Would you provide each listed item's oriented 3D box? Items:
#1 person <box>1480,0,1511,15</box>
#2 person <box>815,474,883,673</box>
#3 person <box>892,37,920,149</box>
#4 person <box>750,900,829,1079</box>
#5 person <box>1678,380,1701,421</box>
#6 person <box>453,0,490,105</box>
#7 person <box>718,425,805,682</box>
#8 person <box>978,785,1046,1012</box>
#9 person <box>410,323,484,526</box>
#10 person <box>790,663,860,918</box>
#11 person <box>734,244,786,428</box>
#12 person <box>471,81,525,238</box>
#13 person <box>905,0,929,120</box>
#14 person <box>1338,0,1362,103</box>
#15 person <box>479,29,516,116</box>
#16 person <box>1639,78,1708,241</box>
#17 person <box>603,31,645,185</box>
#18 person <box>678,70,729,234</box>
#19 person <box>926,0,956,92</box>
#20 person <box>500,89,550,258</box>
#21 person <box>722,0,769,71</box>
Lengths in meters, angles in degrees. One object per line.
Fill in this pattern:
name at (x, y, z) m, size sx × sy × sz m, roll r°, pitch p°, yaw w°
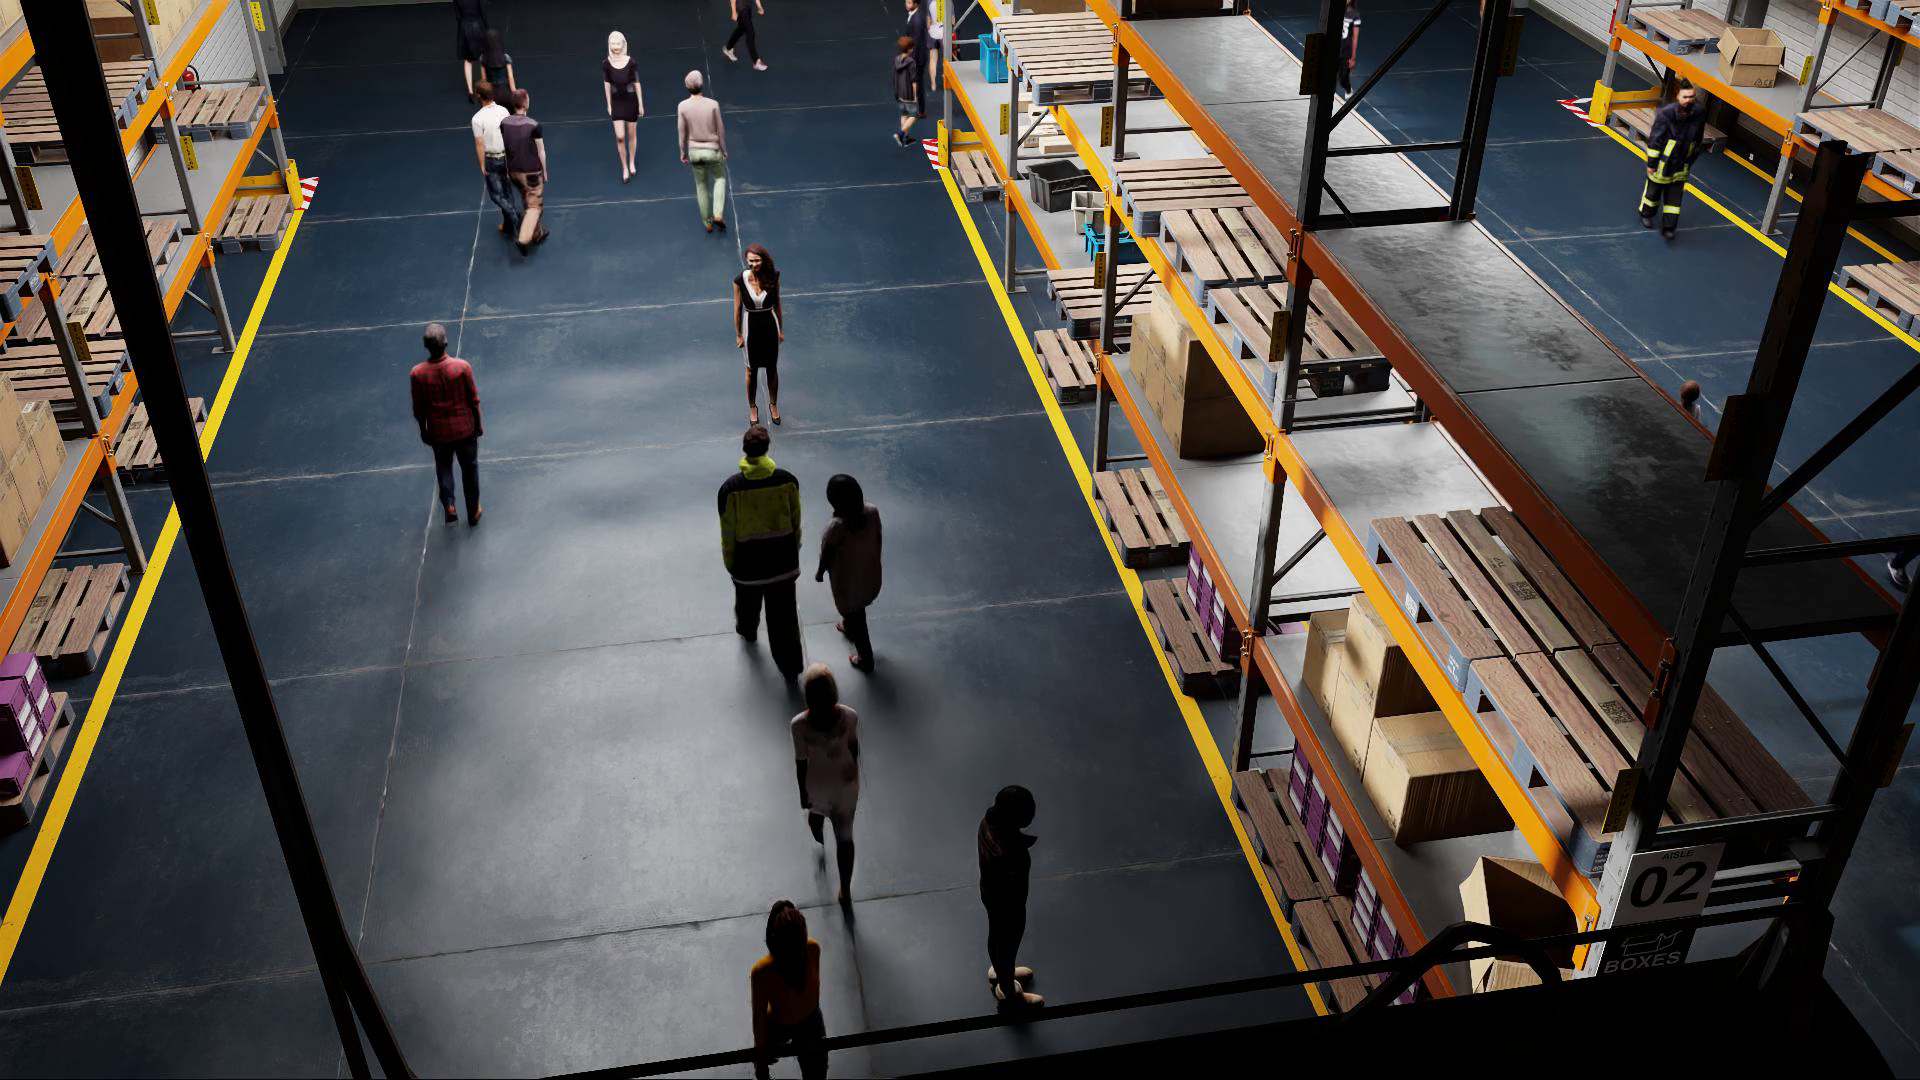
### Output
person at (7.754, -7.689, 24.106) m, size 0.740 × 1.634 × 0.798 m, roll 15°, pitch 36°, yaw 21°
person at (-0.728, 0.277, 12.168) m, size 0.944 × 1.584 × 0.864 m, roll 27°, pitch 42°, yaw 34°
person at (-0.731, -5.698, 21.291) m, size 0.782 × 1.436 × 0.839 m, roll 24°, pitch 40°, yaw 31°
person at (-0.944, 2.525, 8.695) m, size 0.981 × 1.685 × 1.309 m, roll -20°, pitch 38°, yaw -27°
person at (6.243, -0.909, 14.473) m, size 0.598 × 1.006 × 0.771 m, roll 8°, pitch 34°, yaw 11°
person at (-6.644, -6.893, 22.828) m, size 0.802 × 1.723 × 0.652 m, roll -5°, pitch 34°, yaw -8°
person at (-1.395, 0.150, 12.052) m, size 0.903 × 1.924 × 1.288 m, roll -11°, pitch 35°, yaw -16°
person at (0.240, 2.044, 9.440) m, size 0.662 × 1.660 × 0.589 m, roll 8°, pitch 35°, yaw 12°
person at (-4.195, -0.892, 13.713) m, size 0.682 × 1.821 × 0.732 m, roll -5°, pitch 34°, yaw -8°
person at (-0.770, 1.549, 10.148) m, size 0.580 × 1.700 × 1.078 m, roll -5°, pitch 34°, yaw -7°
person at (-1.821, -1.871, 15.208) m, size 0.597 × 1.795 × 0.507 m, roll -7°, pitch 34°, yaw -11°
person at (-5.128, -4.219, 18.709) m, size 1.128 × 1.831 × 1.009 m, roll 28°, pitch 43°, yaw 35°
person at (-0.498, -6.457, 22.186) m, size 0.731 × 1.709 × 0.572 m, roll -9°, pitch 35°, yaw -13°
person at (5.136, -6.506, 22.254) m, size 0.952 × 1.715 × 0.996 m, roll 24°, pitch 40°, yaw 31°
person at (-5.696, -5.415, 20.623) m, size 0.565 × 1.703 × 1.047 m, roll -6°, pitch 34°, yaw -8°
person at (8.125, -4.401, 18.979) m, size 1.002 × 1.835 × 1.202 m, roll 4°, pitch 34°, yaw 6°
person at (-4.119, -5.354, 20.432) m, size 0.593 × 1.812 × 0.769 m, roll -8°, pitch 34°, yaw -12°
person at (-2.897, -4.350, 18.878) m, size 0.716 × 1.862 × 0.718 m, roll -3°, pitch 34°, yaw -5°
person at (-0.269, -7.074, 23.242) m, size 0.634 × 1.566 × 0.634 m, roll 7°, pitch 34°, yaw 10°
person at (-4.876, -4.048, 18.472) m, size 1.011 × 1.808 × 1.166 m, roll 12°, pitch 36°, yaw 18°
person at (-3.193, -7.708, 24.048) m, size 1.171 × 1.730 × 1.153 m, roll 18°, pitch 38°, yaw 25°
